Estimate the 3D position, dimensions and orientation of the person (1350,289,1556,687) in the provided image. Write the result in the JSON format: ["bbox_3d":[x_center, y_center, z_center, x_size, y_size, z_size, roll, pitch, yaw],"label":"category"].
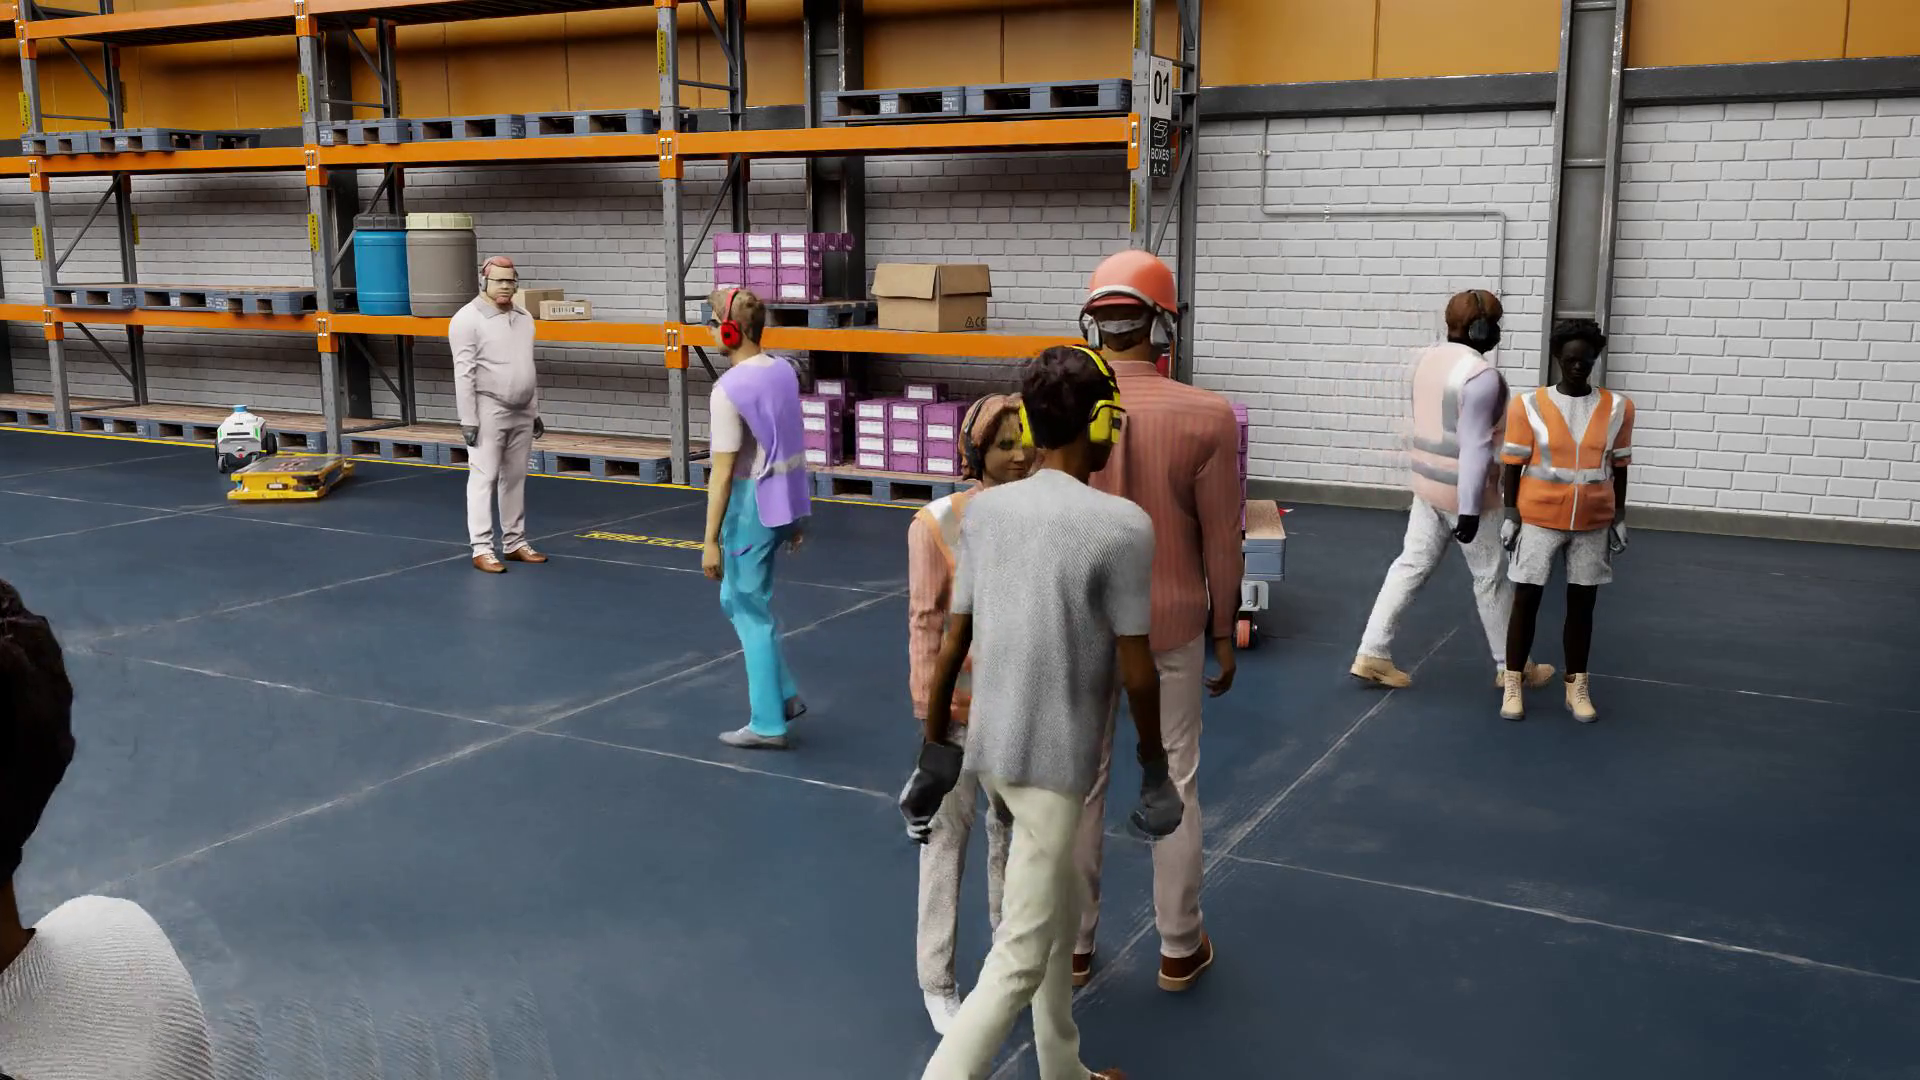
[{"bbox_3d":[2.197,-0.208,7.394,0.961,1.802,0.629,-2,11,-13],"label":"person"}]

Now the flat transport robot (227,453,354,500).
[{"bbox_3d":[-5.319,-0.519,13.274,0.652,0.197,1.431,-2,10,-9],"label":"flat transport robot"}]

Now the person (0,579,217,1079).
[{"bbox_3d":[-0.599,0.894,1.216,0.738,1.848,0.525,-1,10,-8],"label":"person"}]

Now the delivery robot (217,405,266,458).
[{"bbox_3d":[-6.268,-0.937,14.525,0.477,0.478,0.707,-3,11,-18],"label":"delivery robot"}]

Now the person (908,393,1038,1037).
[{"bbox_3d":[0.092,0.438,4.266,0.515,1.641,0.314,-6,12,-31],"label":"person"}]

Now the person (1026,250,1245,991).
[{"bbox_3d":[0.452,0.229,4.469,0.611,1.985,0.393,2,11,11],"label":"person"}]

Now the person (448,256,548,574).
[{"bbox_3d":[-2.780,-0.765,10.147,0.399,1.905,0.642,6,12,29],"label":"person"}]

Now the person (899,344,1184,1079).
[{"bbox_3d":[0.079,0.500,3.502,0.892,1.816,0.530,-9,13,-39],"label":"person"}]

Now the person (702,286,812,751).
[{"bbox_3d":[-0.815,-0.066,6.498,0.451,1.829,0.610,3,11,18],"label":"person"}]

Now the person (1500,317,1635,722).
[{"bbox_3d":[2.518,-0.077,6.935,0.540,1.697,0.317,1,10,6],"label":"person"}]
